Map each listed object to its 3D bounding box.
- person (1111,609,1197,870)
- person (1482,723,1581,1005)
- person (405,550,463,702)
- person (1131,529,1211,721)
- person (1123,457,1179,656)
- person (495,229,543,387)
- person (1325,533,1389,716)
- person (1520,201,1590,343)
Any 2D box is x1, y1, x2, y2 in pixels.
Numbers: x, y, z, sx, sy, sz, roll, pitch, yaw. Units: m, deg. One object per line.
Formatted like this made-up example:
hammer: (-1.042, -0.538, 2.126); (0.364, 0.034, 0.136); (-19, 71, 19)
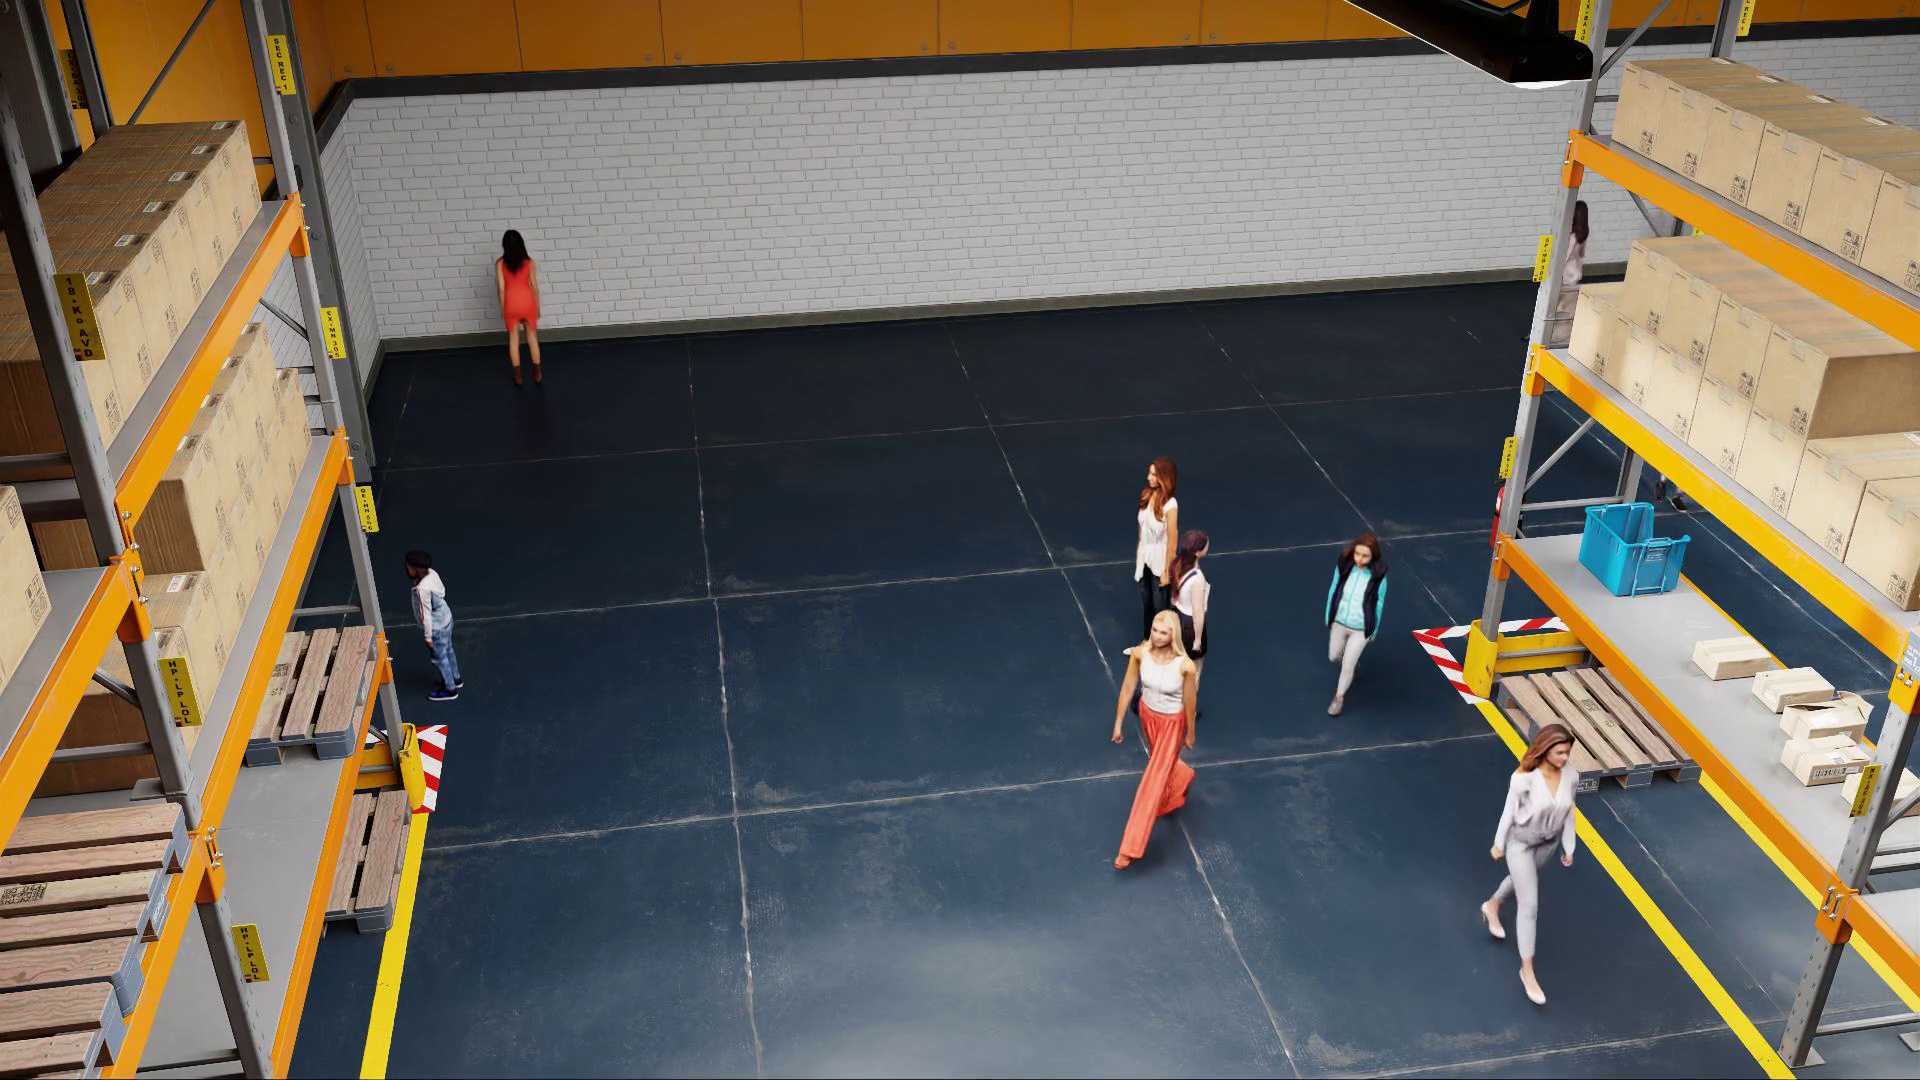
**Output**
person: (1.360, 1.205, 10.936); (1.231, 1.743, 1.293); (19, 34, 30)
person: (3.353, 1.798, 9.876); (0.677, 1.718, 1.054); (-8, 30, -15)
person: (-3.951, 0.622, 12.516); (0.557, 1.255, 0.453); (0, 29, -1)
person: (1.559, 0.667, 12.040); (0.803, 1.632, 0.882); (-15, 32, -26)
person: (1.523, 0.174, 12.783); (0.695, 1.785, 0.545); (-13, 31, -22)
person: (-4.678, -2.470, 17.698); (0.607, 1.720, 0.583); (-10, 30, -17)
person: (2.941, 0.578, 12.353); (0.828, 1.488, 0.899); (18, 33, 30)
person: (6.824, -2.876, 18.456); (1.136, 1.707, 1.091); (18, 33, 29)
